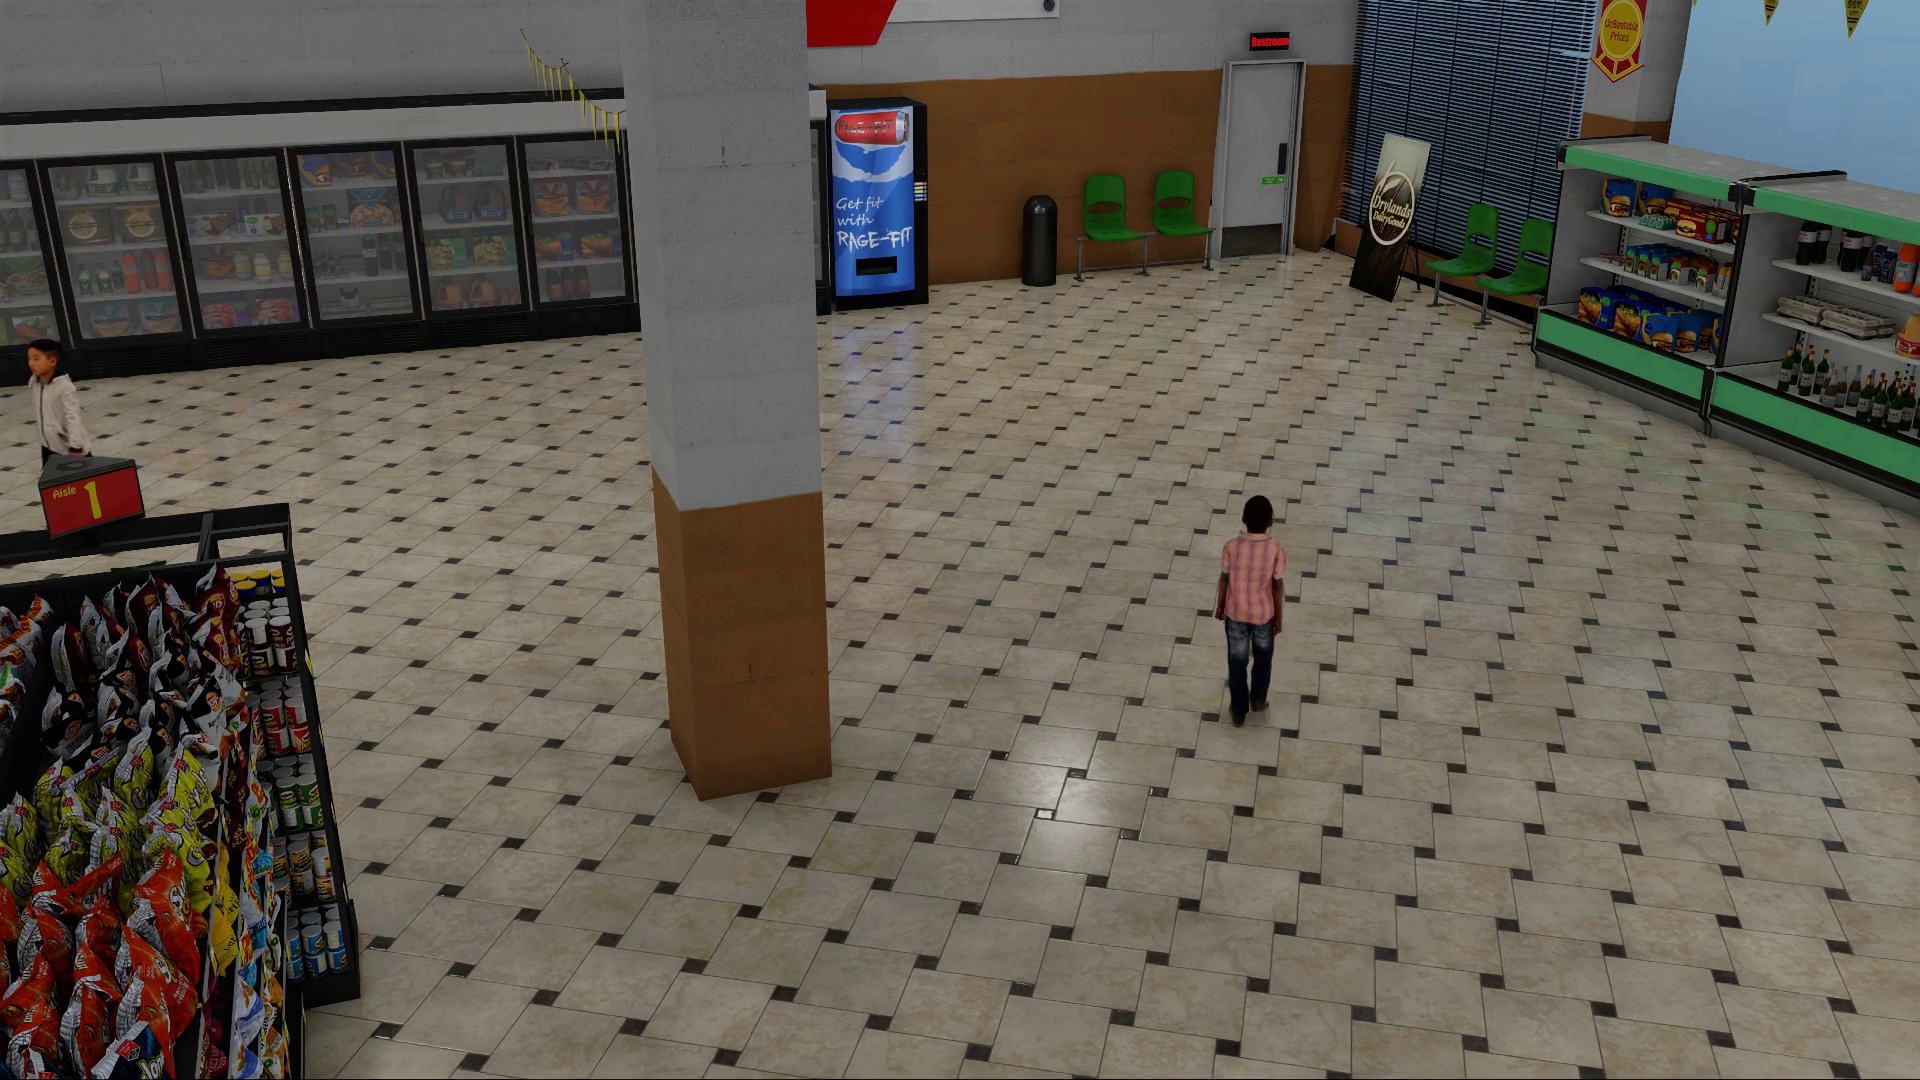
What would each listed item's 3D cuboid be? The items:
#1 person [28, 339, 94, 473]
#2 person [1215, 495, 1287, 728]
[{"bbox_3d":[-6.034,-0.666,11.340,0.945,1.423,1.031,9,23,20],"label":"person"},{"bbox_3d":[1.538,0.403,8.846,0.583,1.299,0.624,2,22,5],"label":"person"}]
